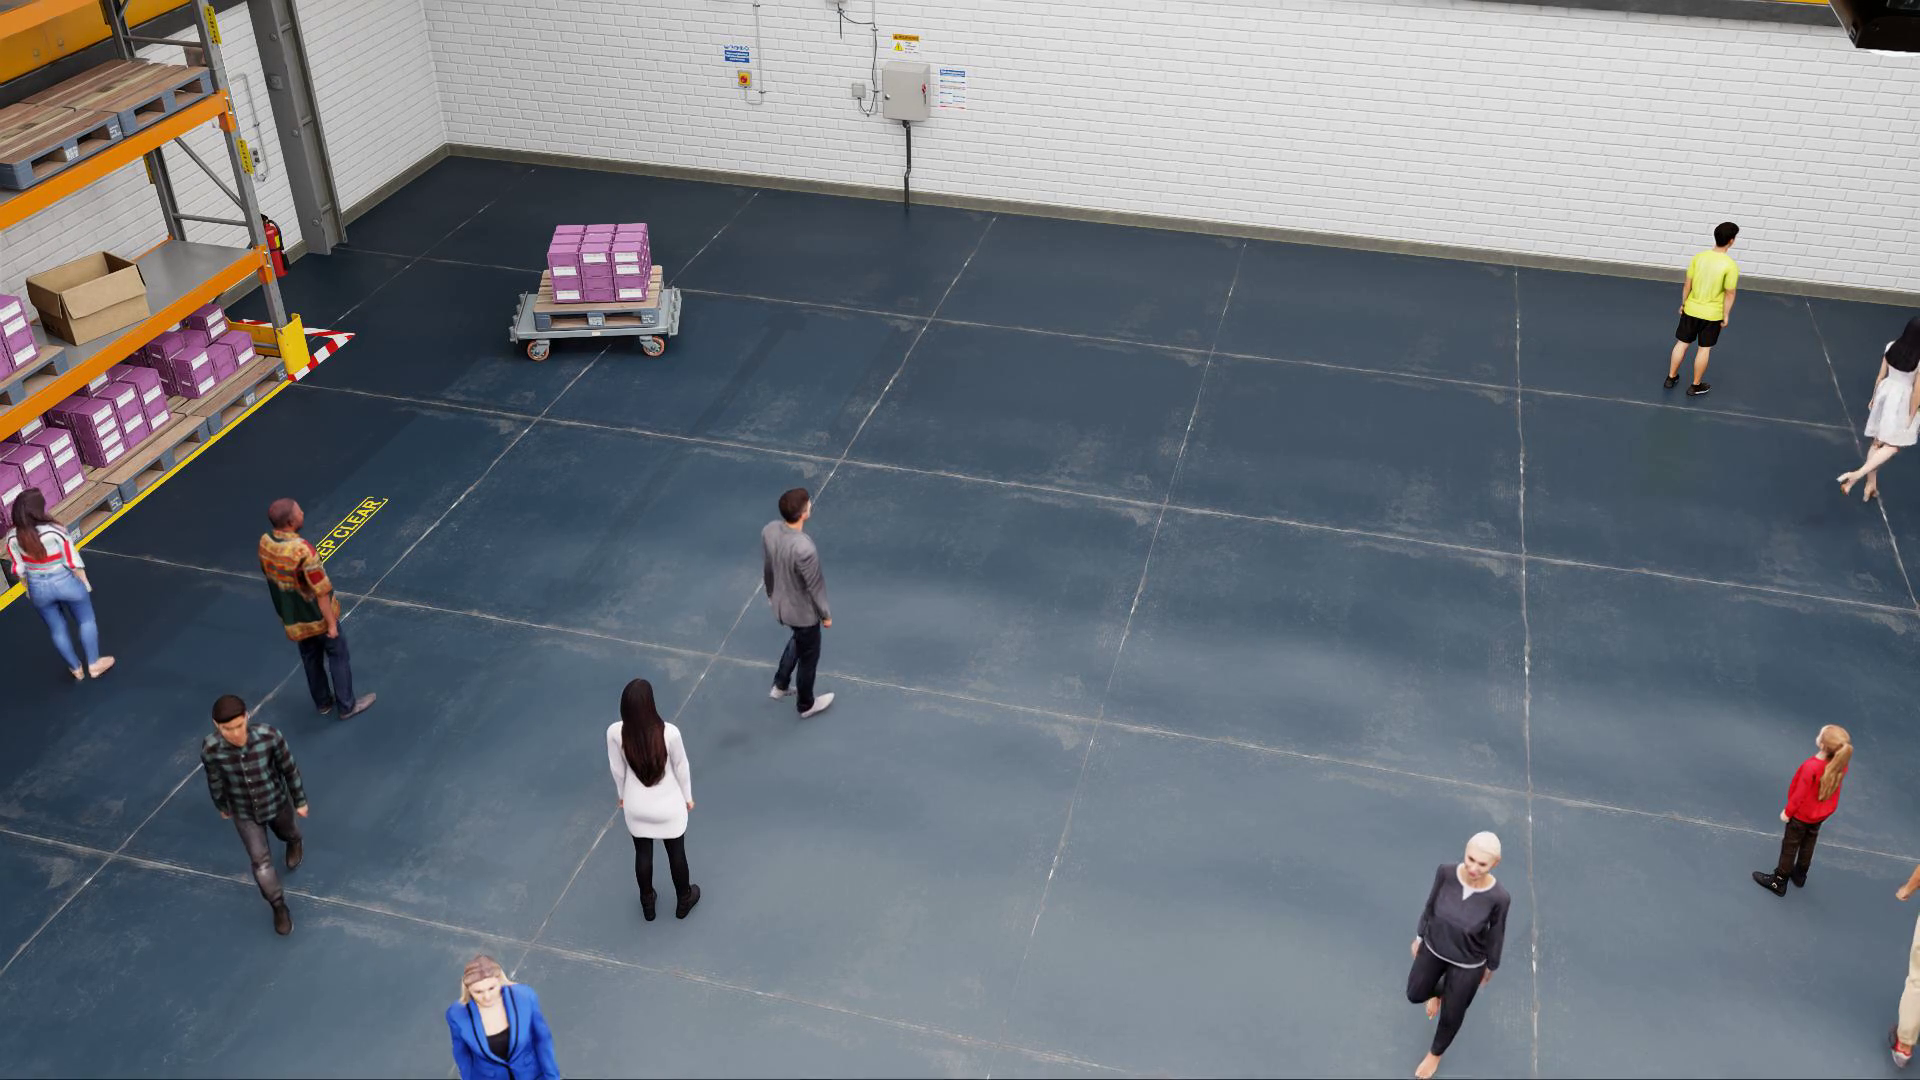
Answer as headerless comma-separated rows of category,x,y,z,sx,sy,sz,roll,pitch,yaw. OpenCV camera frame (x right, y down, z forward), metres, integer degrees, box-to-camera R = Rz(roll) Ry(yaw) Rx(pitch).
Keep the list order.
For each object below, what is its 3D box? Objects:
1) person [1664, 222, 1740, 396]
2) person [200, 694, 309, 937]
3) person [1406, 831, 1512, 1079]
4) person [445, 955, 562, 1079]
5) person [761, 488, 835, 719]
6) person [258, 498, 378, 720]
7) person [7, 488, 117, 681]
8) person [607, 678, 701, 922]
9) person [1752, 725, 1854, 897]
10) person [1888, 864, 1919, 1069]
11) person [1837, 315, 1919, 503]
person,7.038,-2.191,15.713,0.709,1.709,0.707,-28,43,-35
person,-4.258,1.532,10.127,1.093,1.682,1.190,-13,36,-19
person,2.736,2.195,9.110,0.786,1.713,0.888,24,40,31
person,-2.298,2.660,8.452,1.008,1.667,1.104,-15,37,-21
person,-1.175,0.496,11.534,0.867,1.859,0.830,-26,41,-33
person,-4.583,0.505,11.572,0.783,1.803,0.796,17,37,24
person,-6.522,0.341,11.992,0.709,1.610,0.717,-13,36,-19
person,-1.846,1.570,9.965,0.664,1.808,0.613,0,34,1
person,5.254,1.662,10.303,0.579,1.281,0.628,-14,36,-20
person,5.423,2.162,9.058,0.740,1.826,0.985,12,35,18
person,7.763,-1.053,13.958,1.010,1.757,0.958,-17,37,-24
